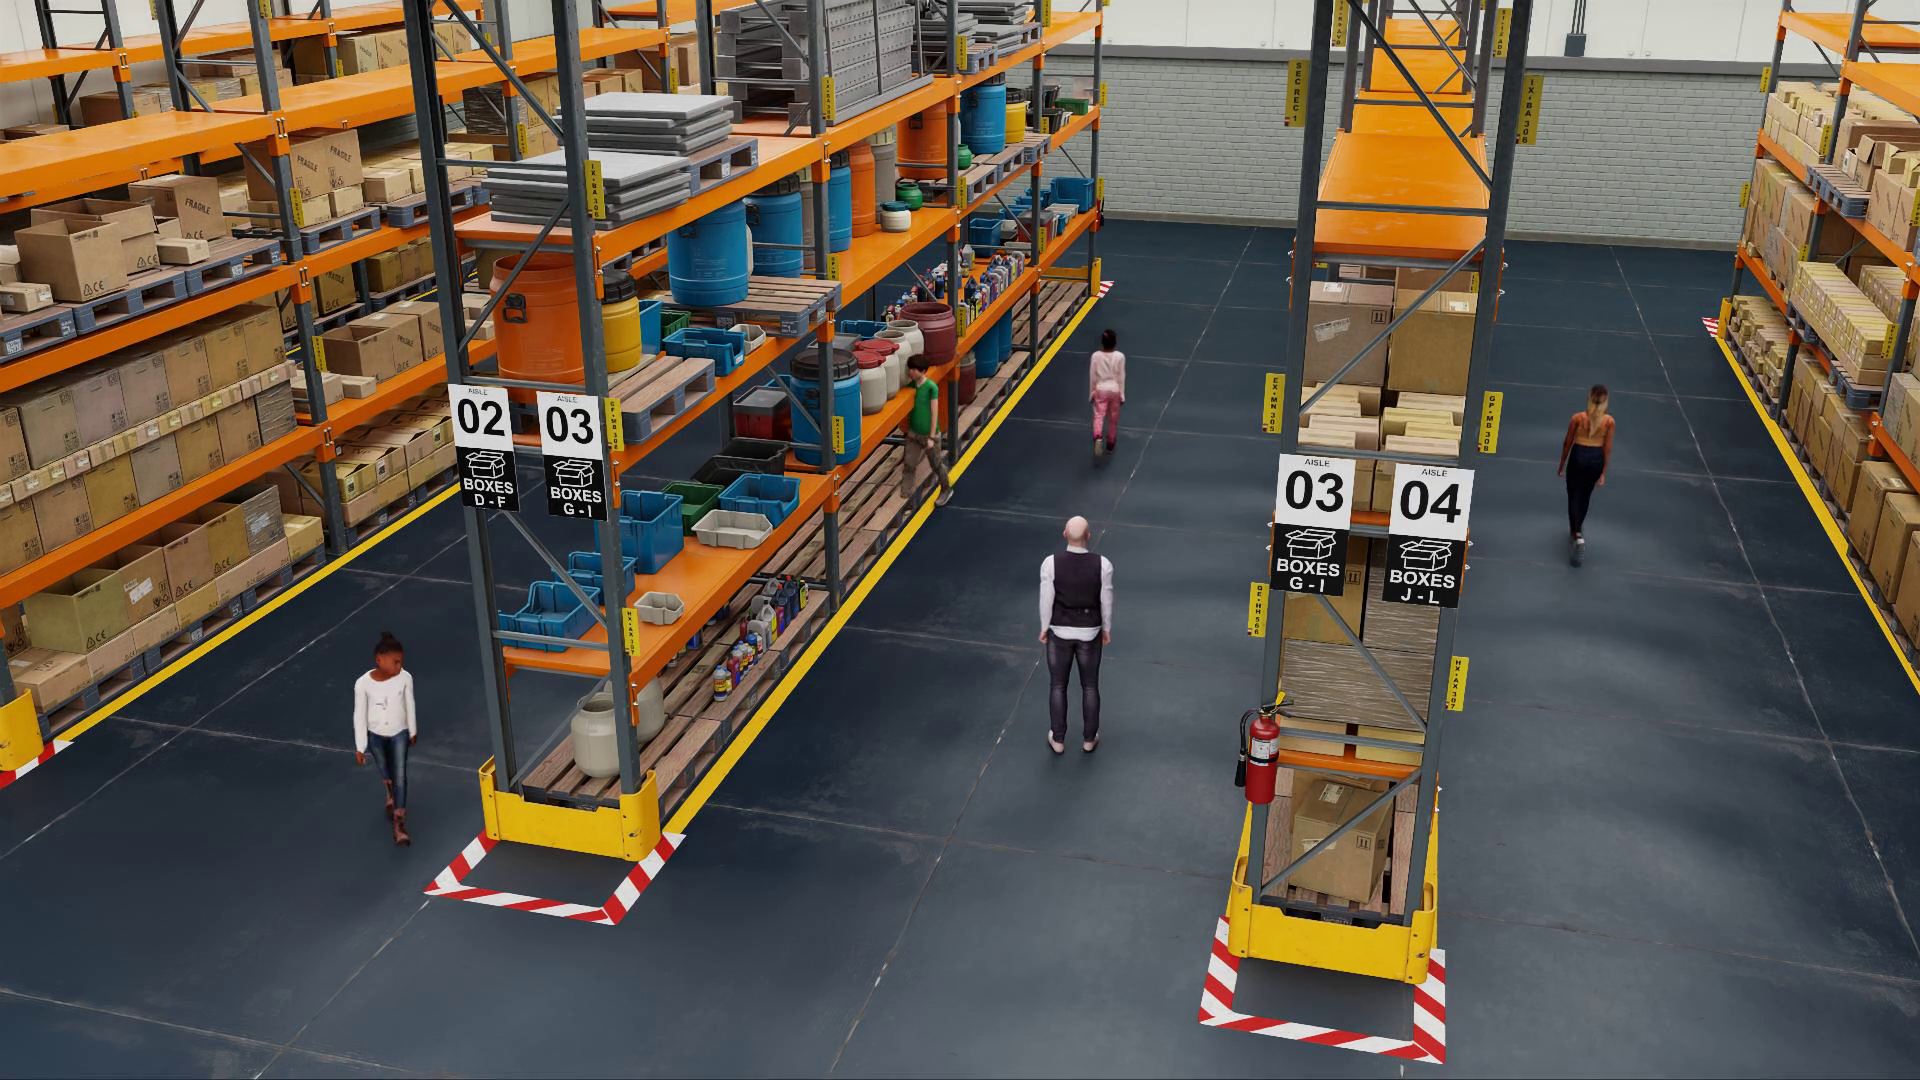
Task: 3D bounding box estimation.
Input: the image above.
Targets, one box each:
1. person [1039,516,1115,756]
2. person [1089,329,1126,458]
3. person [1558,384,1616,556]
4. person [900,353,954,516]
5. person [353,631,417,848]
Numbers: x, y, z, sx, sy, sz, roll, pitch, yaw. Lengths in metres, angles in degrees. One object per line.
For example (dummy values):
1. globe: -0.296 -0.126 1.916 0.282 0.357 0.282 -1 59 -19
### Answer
1. person: 0.827 0.686 12.050 0.755 1.822 0.687 -1 22 -1
2. person: 1.602 -1.595 18.144 0.584 1.430 0.854 4 23 10
3. person: 5.858 -0.635 15.571 0.610 1.600 1.085 4 23 11
4. person: -0.305 -1.060 16.585 0.794 1.621 1.143 14 26 30
5. person: -3.851 1.275 11.147 0.915 1.415 1.087 -7 23 -16
